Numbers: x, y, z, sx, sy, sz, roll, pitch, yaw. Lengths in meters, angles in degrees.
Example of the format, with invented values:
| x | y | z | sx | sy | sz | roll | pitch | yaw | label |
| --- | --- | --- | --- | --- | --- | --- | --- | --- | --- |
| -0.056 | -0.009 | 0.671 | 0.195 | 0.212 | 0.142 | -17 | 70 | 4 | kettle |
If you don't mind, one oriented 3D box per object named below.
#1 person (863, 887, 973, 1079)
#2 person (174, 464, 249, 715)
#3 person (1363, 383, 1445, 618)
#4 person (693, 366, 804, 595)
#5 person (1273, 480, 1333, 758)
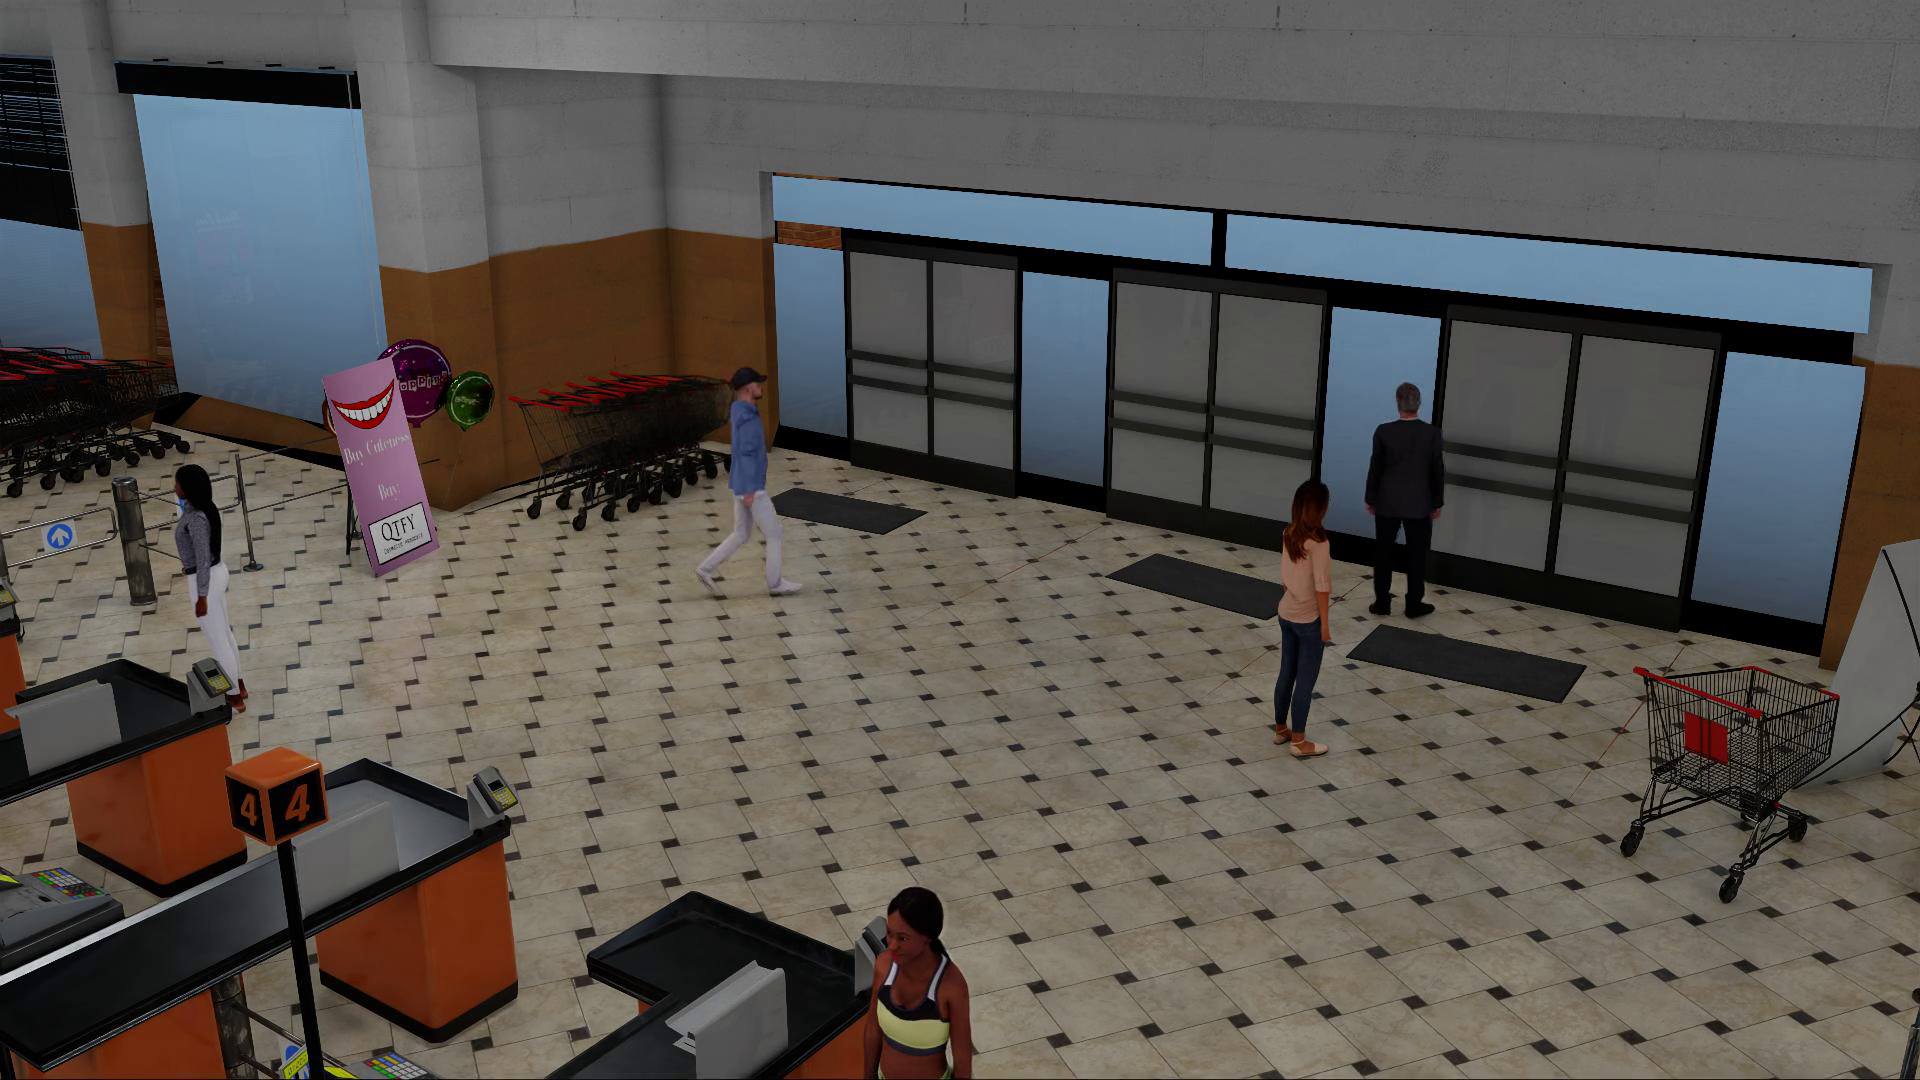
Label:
| x | y | z | sx | sy | sz | roll | pitch | yaw | label |
| --- | --- | --- | --- | --- | --- | --- | --- | --- | --- |
| -0.144 | 2.019 | 5.963 | 0.583 | 1.755 | 0.531 | 10 | 21 | 27 | person |
| -4.991 | 0.322 | 11.043 | 0.701 | 1.724 | 0.663 | -5 | 19 | -15 | person |
| 3.409 | -0.293 | 12.700 | 0.832 | 1.830 | 0.746 | 7 | 20 | 21 | person |
| -1.728 | -0.435 | 13.068 | 1.185 | 1.864 | 1.019 | -7 | 20 | -20 | person |
| 2.151 | 0.484 | 10.455 | 0.686 | 1.792 | 0.668 | -8 | 20 | -22 | person |
